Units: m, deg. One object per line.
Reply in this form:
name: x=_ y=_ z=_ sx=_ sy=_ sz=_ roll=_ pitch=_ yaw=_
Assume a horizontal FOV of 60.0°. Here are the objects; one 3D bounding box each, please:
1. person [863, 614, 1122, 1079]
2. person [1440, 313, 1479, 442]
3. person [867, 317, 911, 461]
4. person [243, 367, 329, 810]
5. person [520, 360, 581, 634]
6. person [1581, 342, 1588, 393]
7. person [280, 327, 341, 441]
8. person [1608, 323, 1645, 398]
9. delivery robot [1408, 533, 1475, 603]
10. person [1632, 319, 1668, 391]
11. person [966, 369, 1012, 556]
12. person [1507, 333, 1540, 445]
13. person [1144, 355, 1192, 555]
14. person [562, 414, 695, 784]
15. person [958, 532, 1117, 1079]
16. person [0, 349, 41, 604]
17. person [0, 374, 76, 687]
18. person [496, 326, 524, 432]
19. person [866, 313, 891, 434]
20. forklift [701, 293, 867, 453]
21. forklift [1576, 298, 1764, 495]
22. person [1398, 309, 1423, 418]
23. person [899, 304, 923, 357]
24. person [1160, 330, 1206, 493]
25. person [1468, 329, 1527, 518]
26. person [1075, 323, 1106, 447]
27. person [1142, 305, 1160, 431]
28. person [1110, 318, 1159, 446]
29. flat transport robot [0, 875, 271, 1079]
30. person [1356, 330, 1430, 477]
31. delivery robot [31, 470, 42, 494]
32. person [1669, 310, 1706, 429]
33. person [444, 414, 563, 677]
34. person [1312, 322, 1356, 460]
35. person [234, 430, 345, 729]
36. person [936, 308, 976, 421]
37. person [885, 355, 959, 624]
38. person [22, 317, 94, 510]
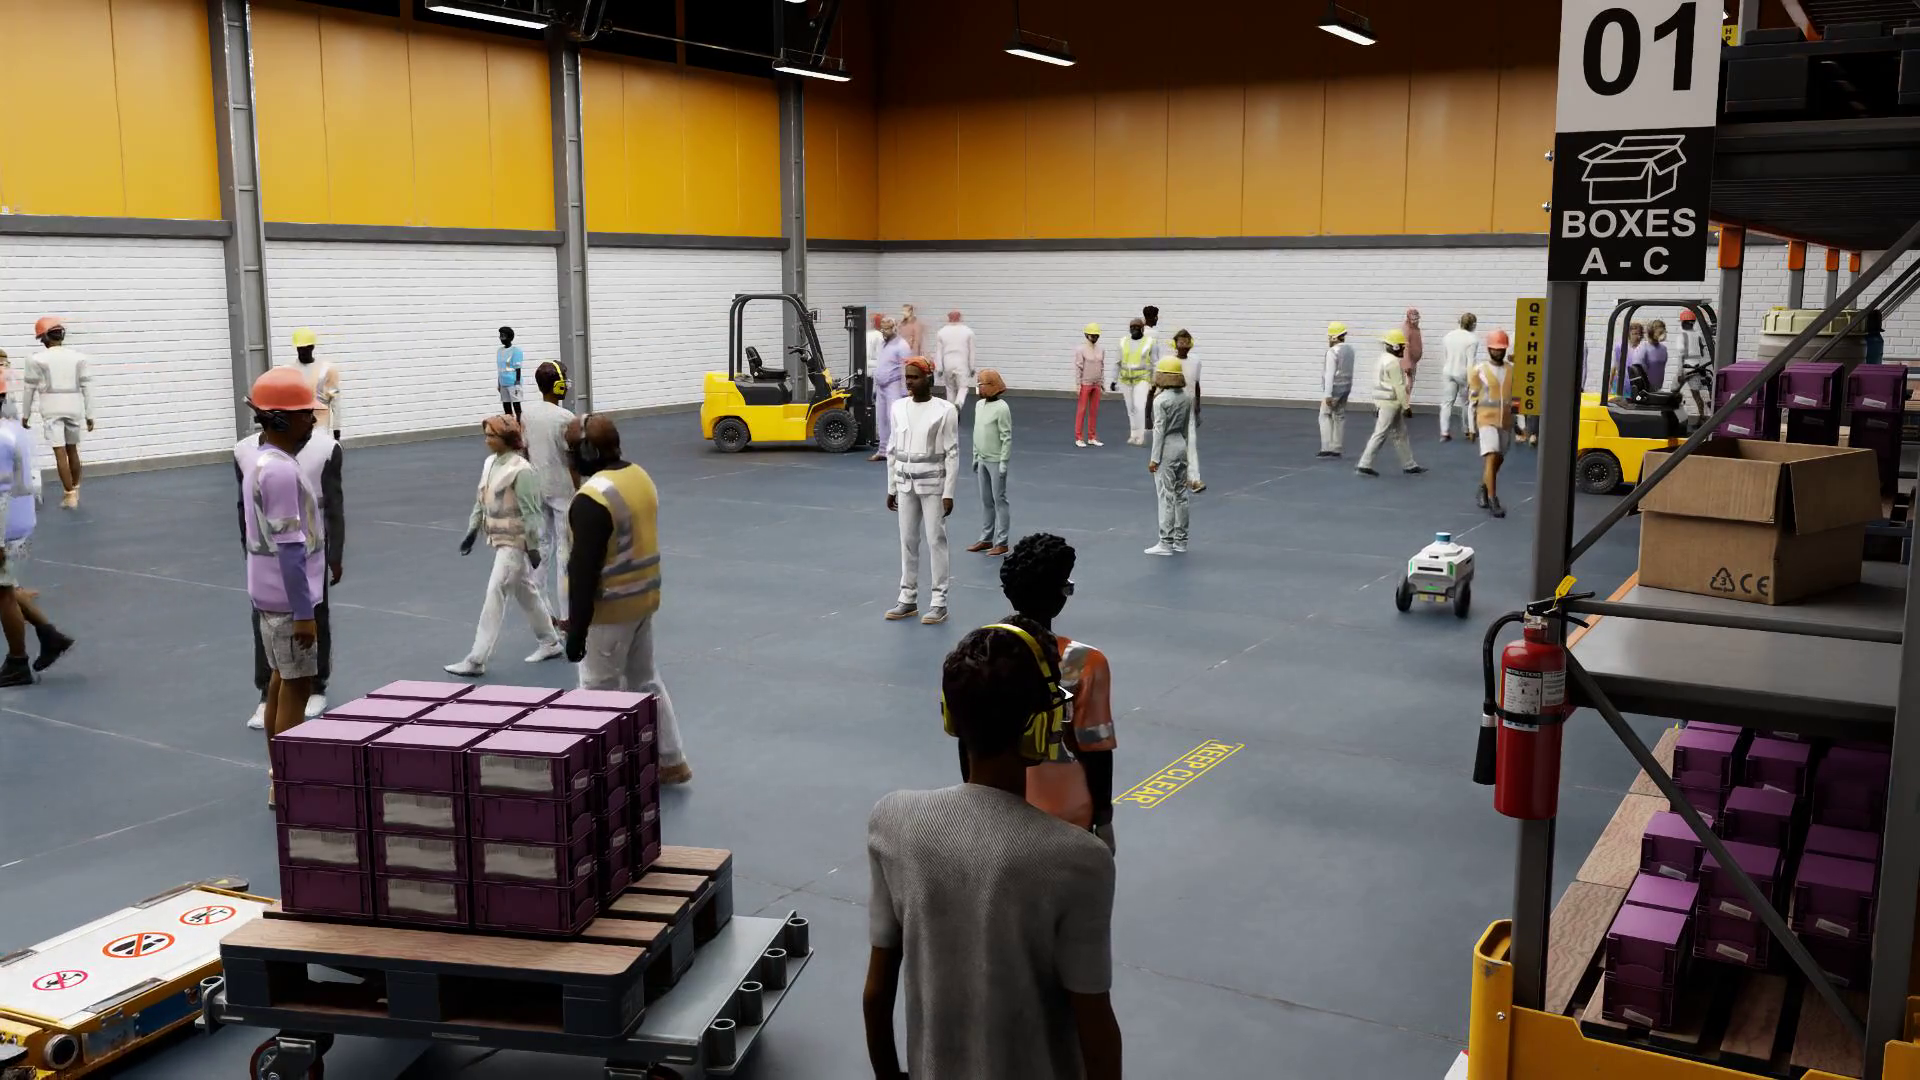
person: x=0.074 y=1.060 z=2.968 sx=0.532 sy=1.861 sz=0.321 roll=5 pitch=11 yaw=30
person: x=7.388 y=-2.389 z=24.414 sx=0.961 sy=1.880 sz=0.629 roll=-8 pitch=12 yaw=-41
person: x=-0.918 y=-1.965 z=21.741 sx=0.571 sy=1.899 sz=0.653 roll=-6 pitch=11 yaw=-35
person: x=-2.982 y=0.250 z=7.458 sx=0.378 sy=2.044 sz=0.607 roll=-5 pitch=11 yaw=-30
person: x=-2.764 y=-0.291 z=11.387 sx=0.532 sy=1.866 sz=0.321 roll=5 pitch=11 yaw=30
person: x=8.346 y=-2.157 z=23.183 sx=0.638 sy=1.814 sz=0.687 roll=8 pitch=12 yaw=40
person: x=-6.614 y=-1.200 z=16.894 sx=0.613 sy=1.916 sz=0.416 roll=0 pitch=9 yaw=2
person: x=8.606 y=-1.880 z=21.447 sx=0.637 sy=1.823 sz=0.456 roll=-1 pitch=9 yaw=-8
delivery robot: x=3.527 y=0.190 z=12.167 sx=0.477 sy=0.478 sz=0.707 roll=5 pitch=10 yaw=29
person: x=8.469 y=-1.717 z=20.193 sx=0.646 sy=1.892 sz=0.952 roll=-6 pitch=11 yaw=-33
person: x=0.267 y=-0.676 z=14.512 sx=0.286 sy=1.632 sz=0.500 roll=-5 pitch=11 yaw=-30
person: x=8.247 y=-2.402 z=24.015 sx=0.684 sy=2.000 sz=1.020 roll=4 pitch=10 yaw=23
person: x=1.826 y=-0.739 z=14.562 sx=0.294 sy=1.744 sz=0.487 roll=8 pitch=12 yaw=41
person: x=-1.559 y=0.331 z=7.648 sx=0.503 sy=1.824 sz=0.758 roll=2 pitch=9 yaw=15
person: x=0.228 y=0.820 z=4.973 sx=0.540 sy=1.696 sz=0.316 roll=5 pitch=11 yaw=30
person: x=-7.077 y=-0.466 z=12.248 sx=0.368 sy=1.939 sz=0.632 roll=-3 pitch=9 yaw=-16
person: x=-5.642 y=-0.075 z=9.830 sx=0.456 sy=1.926 sz=0.554 roll=-4 pitch=10 yaw=-23
person: x=-6.589 y=-2.279 z=24.334 sx=0.535 sy=1.692 sz=0.318 roll=7 pitch=12 yaw=38
person: x=-1.295 y=-2.555 z=25.601 sx=0.738 sy=1.837 sz=0.593 roll=-7 pitch=11 yaw=-36
forklift: x=-2.458 y=-2.344 z=23.176 sx=2.313 sy=2.155 sz=1.214 roll=0 pitch=9 yaw=-2
forklift: x=7.954 y=-1.589 z=18.462 sx=2.313 sy=2.155 sz=1.214 roll=5 pitch=11 yaw=30
person: x=7.694 y=-3.012 z=28.401 sx=0.429 sy=1.860 sz=0.835 roll=4 pitch=10 yaw=26
person: x=-1.034 y=-3.461 z=31.111 sx=0.886 sy=1.870 sz=0.664 roll=-7 pitch=12 yaw=-39
person: x=2.510 y=-1.438 z=18.709 sx=0.559 sy=1.815 sz=0.889 roll=-2 pitch=9 yaw=-12
person: x=5.475 y=-1.216 z=17.070 sx=0.553 sy=1.905 sz=0.952 roll=-1 pitch=9 yaw=-4
person: x=1.864 y=-2.196 z=23.591 sx=0.533 sy=1.765 sz=0.329 roll=-6 pitch=11 yaw=-35
person: x=2.930 y=-2.677 z=25.962 sx=0.363 sy=1.963 sz=0.612 roll=-4 pitch=10 yaw=-26
person: x=2.468 y=-2.252 z=23.793 sx=0.649 sy=1.817 sz=0.746 roll=5 pitch=11 yaw=30
flat transport robot: x=-2.755 y=1.452 z=5.465 sx=0.652 sy=0.197 sz=1.431 roll=4 pitch=10 yaw=23
person: x=5.221 y=-1.635 z=20.043 sx=0.897 sy=1.792 sz=0.595 roll=1 pitch=9 yaw=8
delivery robot: x=-9.739 y=-0.580 z=16.975 sx=0.477 sy=0.478 sz=0.707 roll=1 pitch=9 yaw=9
person: x=11.519 y=-2.697 z=26.354 sx=0.555 sy=1.895 sz=0.957 roll=-2 pitch=9 yaw=-15
person: x=-2.822 y=0.024 z=10.270 sx=0.834 sy=1.593 sz=0.521 roll=-7 pitch=11 yaw=-37
person: x=4.969 y=-1.968 z=21.993 sx=0.608 sy=1.827 sz=0.425 roll=-8 pitch=12 yaw=-42
person: x=-3.648 y=0.074 z=9.037 sx=0.595 sy=1.894 sz=0.730 roll=-1 pitch=9 yaw=-6
person: x=-0.076 y=-2.849 z=27.275 sx=0.652 sy=1.886 sz=0.707 roll=2 pitch=9 yaw=11
person: x=-0.277 y=-0.353 z=11.718 sx=0.576 sy=1.883 sz=0.354 roll=6 pitch=11 yaw=32
person: x=-9.483 y=-1.326 z=17.445 sx=0.870 sy=1.994 sz=0.609 roll=8 pitch=12 yaw=39
